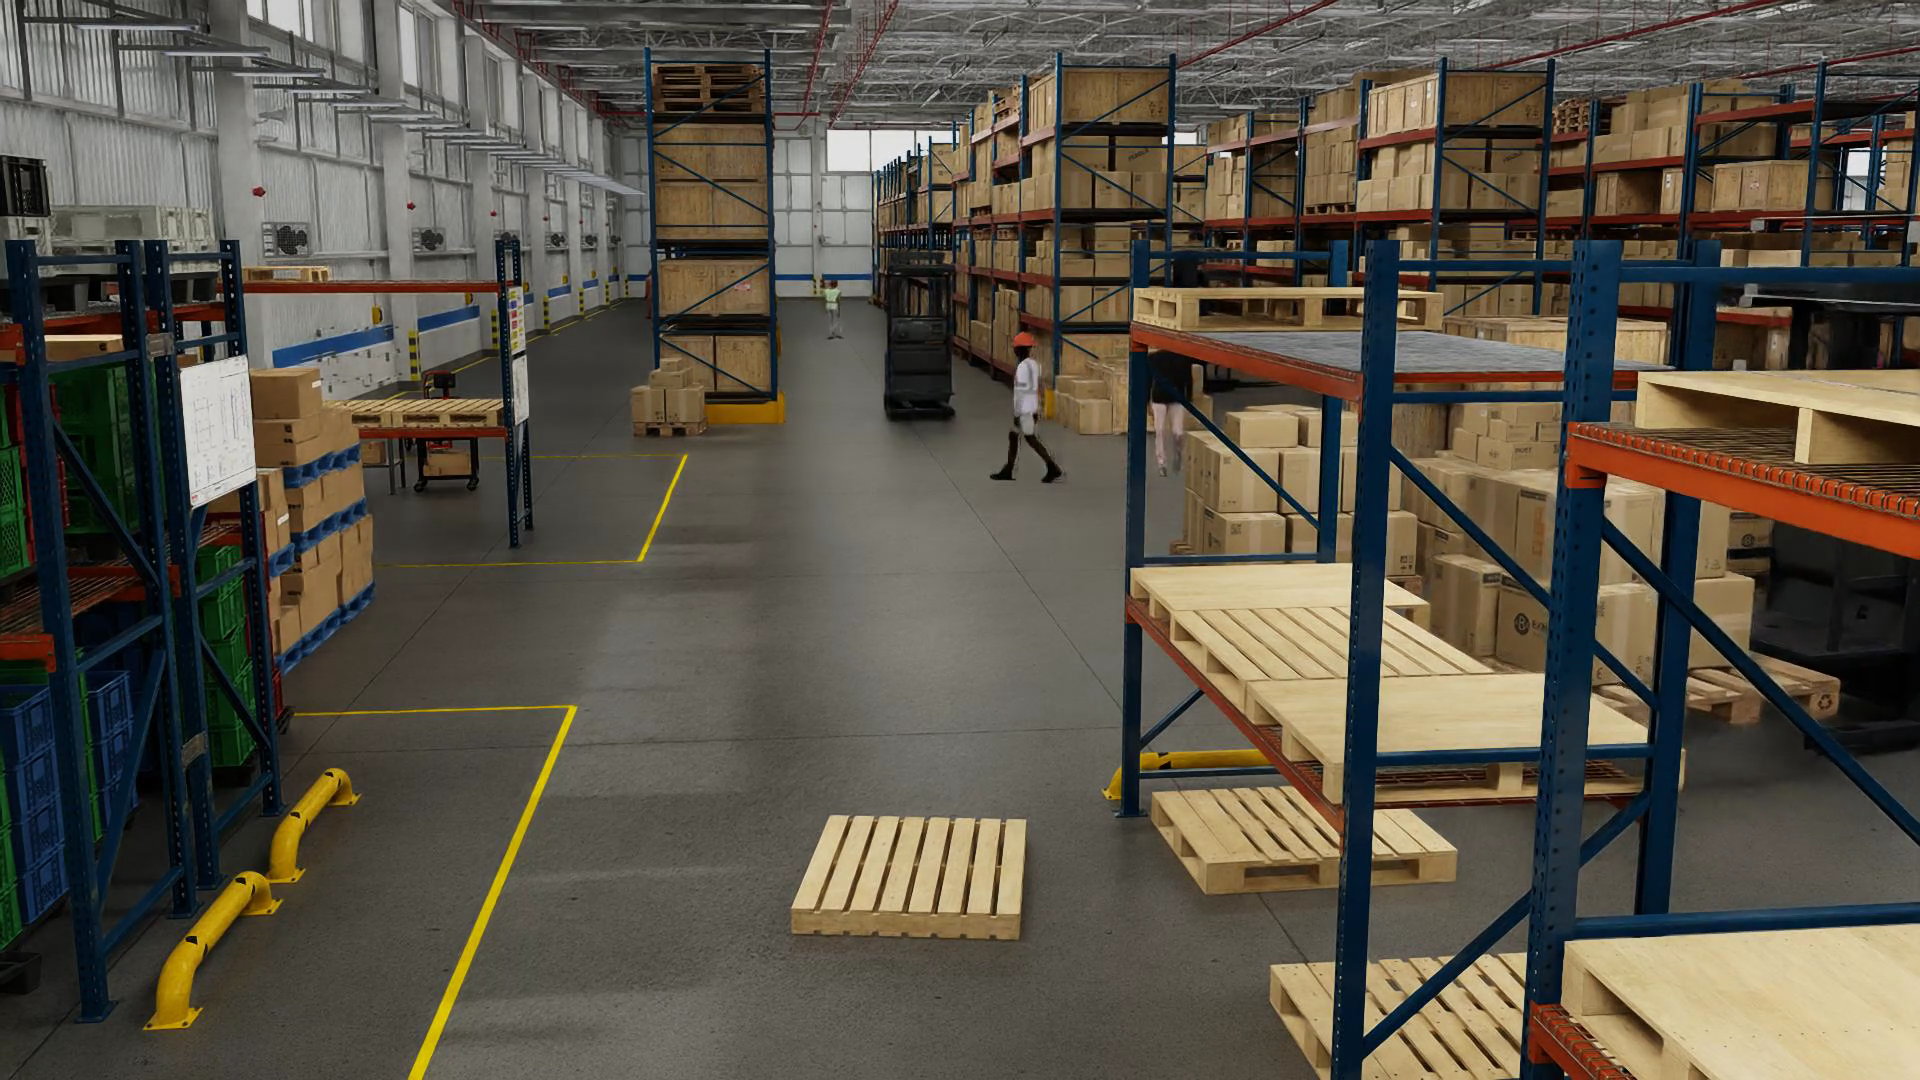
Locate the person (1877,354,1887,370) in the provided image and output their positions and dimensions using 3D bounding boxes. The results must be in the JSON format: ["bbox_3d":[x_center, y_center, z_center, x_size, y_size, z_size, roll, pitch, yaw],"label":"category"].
[{"bbox_3d":[11.966,-1.810,21.972,0.644,1.787,0.971,0,10,-1],"label":"person"}]

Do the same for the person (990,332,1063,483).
[{"bbox_3d":[0.865,-1.661,20.868,0.949,1.901,0.553,3,11,16],"label":"person"}]

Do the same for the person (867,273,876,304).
[{"bbox_3d":[-3.906,-12.060,78.559,1.045,1.896,0.618,-1,10,-7],"label":"person"}]

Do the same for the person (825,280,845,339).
[{"bbox_3d":[-3.844,-7.081,51.144,0.572,1.816,0.776,4,11,23],"label":"person"}]

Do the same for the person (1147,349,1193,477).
[{"bbox_3d":[2.661,-1.792,21.340,0.645,1.983,0.429,3,11,15],"label":"person"}]

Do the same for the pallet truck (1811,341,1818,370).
[{"bbox_3d":[15.846,-3.142,28.793,1.885,1.965,0.823,2,10,12],"label":"pallet truck"}]

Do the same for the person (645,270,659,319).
[{"bbox_3d":[-11.947,-9.525,64.451,0.399,1.896,0.656,9,14,41],"label":"person"}]

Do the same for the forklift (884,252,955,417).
[{"bbox_3d":[-0.746,-3.606,28.915,1.129,2.768,1.873,-1,10,-6],"label":"forklift"}]

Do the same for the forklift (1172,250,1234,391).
[{"bbox_3d":[4.468,-4.411,33.374,1.873,2.768,1.129,-1,10,-6],"label":"forklift"}]

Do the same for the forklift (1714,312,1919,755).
[{"bbox_3d":[5.752,-0.240,10.263,1.873,2.768,1.129,-3,11,-17],"label":"forklift"}]
